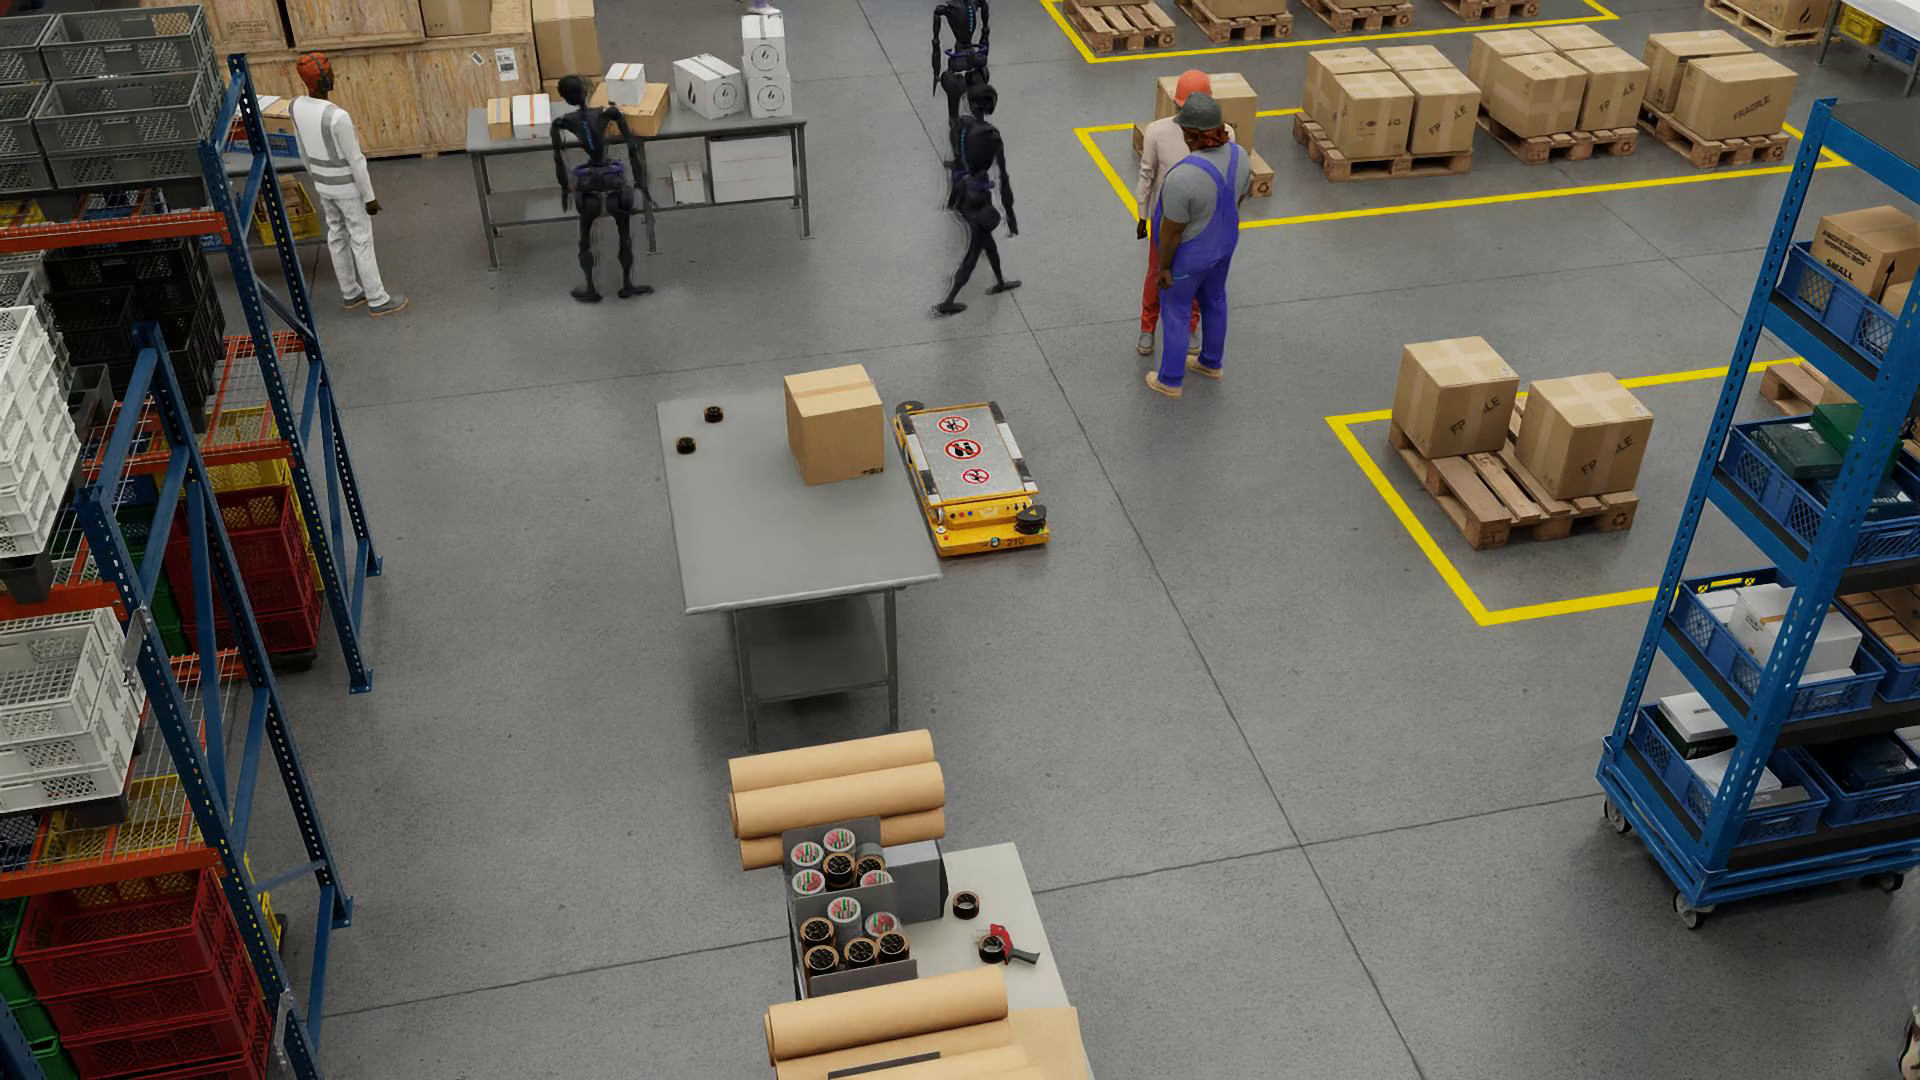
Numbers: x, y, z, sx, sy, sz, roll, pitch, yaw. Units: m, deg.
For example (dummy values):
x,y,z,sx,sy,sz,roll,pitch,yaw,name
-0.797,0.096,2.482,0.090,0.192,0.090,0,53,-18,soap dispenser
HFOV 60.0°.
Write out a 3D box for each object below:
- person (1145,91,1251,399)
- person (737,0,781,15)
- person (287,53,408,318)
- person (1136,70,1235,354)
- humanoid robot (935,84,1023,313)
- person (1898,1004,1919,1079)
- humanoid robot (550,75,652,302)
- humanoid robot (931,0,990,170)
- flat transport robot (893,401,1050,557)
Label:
x,y,z,sx,sy,sz,roll,pitch,yaw,name
1.470,-1.888,10.608,0.682,2.000,0.536,-26,44,-30,person
-2.119,-6.160,16.455,0.533,1.910,0.594,4,37,5,person
-4.253,-2.428,11.466,0.574,1.882,0.356,19,41,24,person
1.472,-2.143,10.990,0.621,1.991,0.395,1,37,1,person
0.121,-2.384,11.620,0.762,1.630,0.608,-18,40,-22,humanoid robot
3.738,1.692,6.047,0.530,1.734,0.613,2,37,2,person
-2.507,-2.482,11.719,0.650,1.630,0.396,-2,37,-3,humanoid robot
0.019,-3.842,13.542,0.541,1.648,0.361,-20,41,-24,humanoid robot
0.046,-0.430,10.108,0.652,0.197,1.431,-8,37,-10,flat transport robot
